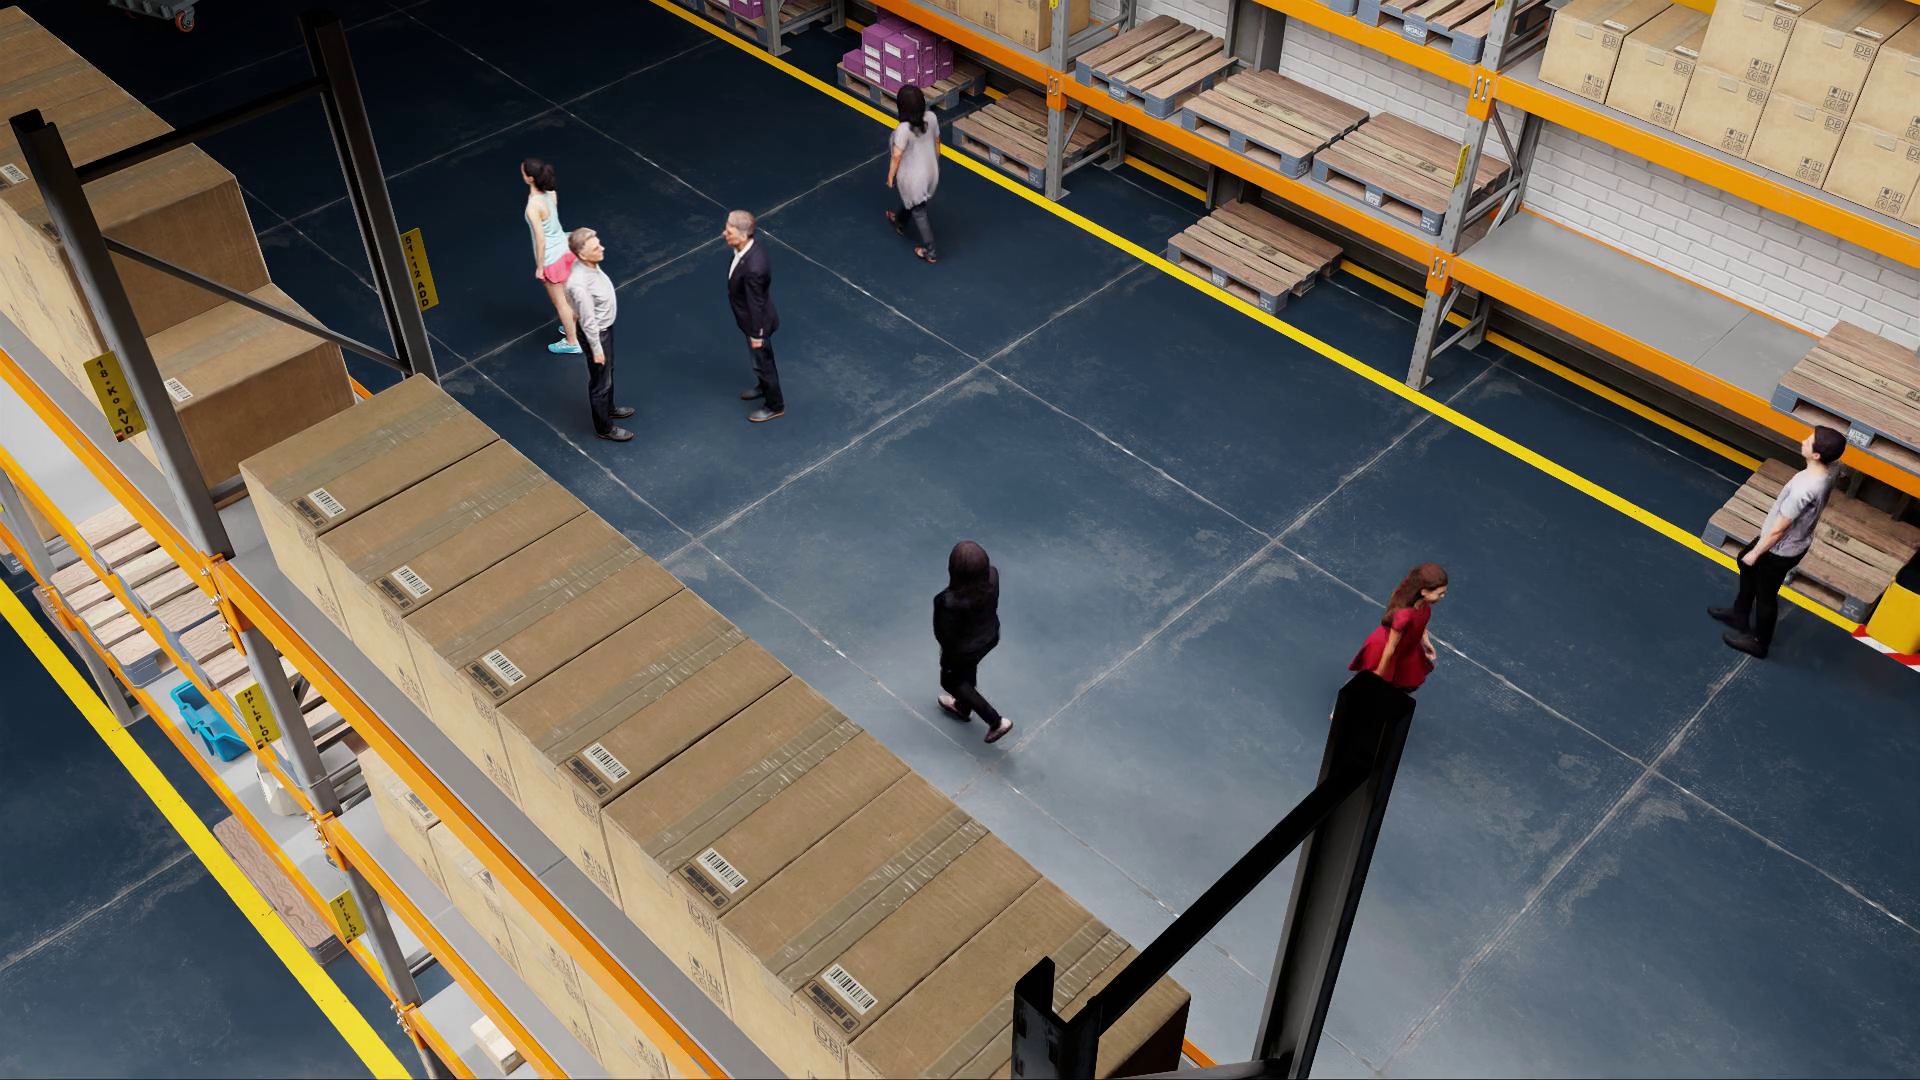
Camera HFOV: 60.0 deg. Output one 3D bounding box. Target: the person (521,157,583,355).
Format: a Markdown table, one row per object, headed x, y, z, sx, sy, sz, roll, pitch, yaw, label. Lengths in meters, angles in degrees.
| x | y | z | sx | sy | sz | roll | pitch | yaw | label |
| --- | --- | --- | --- | --- | --- | --- | --- | --- | --- |
| -3.275 | -2.277 | 13.316 | 0.715 | 1.764 | 0.683 | 8 | 44 | 9 | person |

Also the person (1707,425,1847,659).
| x | y | z | sx | sy | sz | roll | pitch | yaw | label |
| --- | --- | --- | --- | --- | --- | --- | --- | --- | --- |
| 5.432 | 0.066 | 10.794 | 0.714 | 1.849 | 0.716 | 32 | 52 | 29 | person |

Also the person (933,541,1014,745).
| x | y | z | sx | sy | sz | roll | pitch | yaw | label |
| --- | --- | --- | --- | --- | --- | --- | --- | --- | --- |
| 0.114 | 0.663 | 10.343 | 0.920 | 1.606 | 0.746 | 24 | 49 | 23 | person |

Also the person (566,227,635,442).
| x | y | z | sx | sy | sz | roll | pitch | yaw | label |
| --- | --- | --- | --- | --- | --- | --- | --- | --- | --- |
| -2.738 | -1.577 | 12.541 | 0.792 | 1.818 | 0.718 | -2 | 44 | -2 | person |

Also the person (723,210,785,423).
| x | y | z | sx | sy | sz | roll | pitch | yaw | label |
| --- | --- | --- | --- | --- | --- | --- | --- | --- | --- |
| -1.559 | -1.731 | 12.708 | 0.827 | 1.811 | 0.716 | -9 | 44 | -10 | person |

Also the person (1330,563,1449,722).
| x | y | z | sx | sy | sz | roll | pitch | yaw | label |
| --- | --- | --- | --- | --- | --- | --- | --- | --- | --- |
| 2.676 | 0.661 | 10.414 | 0.762 | 1.512 | 0.614 | 33 | 53 | 30 | person |

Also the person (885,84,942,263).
| x | y | z | sx | sy | sz | roll | pitch | yaw | label |
| --- | --- | --- | --- | --- | --- | --- | --- | --- | --- |
| -0.329 | -3.127 | 14.347 | 0.966 | 1.571 | 0.655 | 32 | 52 | 29 | person |
